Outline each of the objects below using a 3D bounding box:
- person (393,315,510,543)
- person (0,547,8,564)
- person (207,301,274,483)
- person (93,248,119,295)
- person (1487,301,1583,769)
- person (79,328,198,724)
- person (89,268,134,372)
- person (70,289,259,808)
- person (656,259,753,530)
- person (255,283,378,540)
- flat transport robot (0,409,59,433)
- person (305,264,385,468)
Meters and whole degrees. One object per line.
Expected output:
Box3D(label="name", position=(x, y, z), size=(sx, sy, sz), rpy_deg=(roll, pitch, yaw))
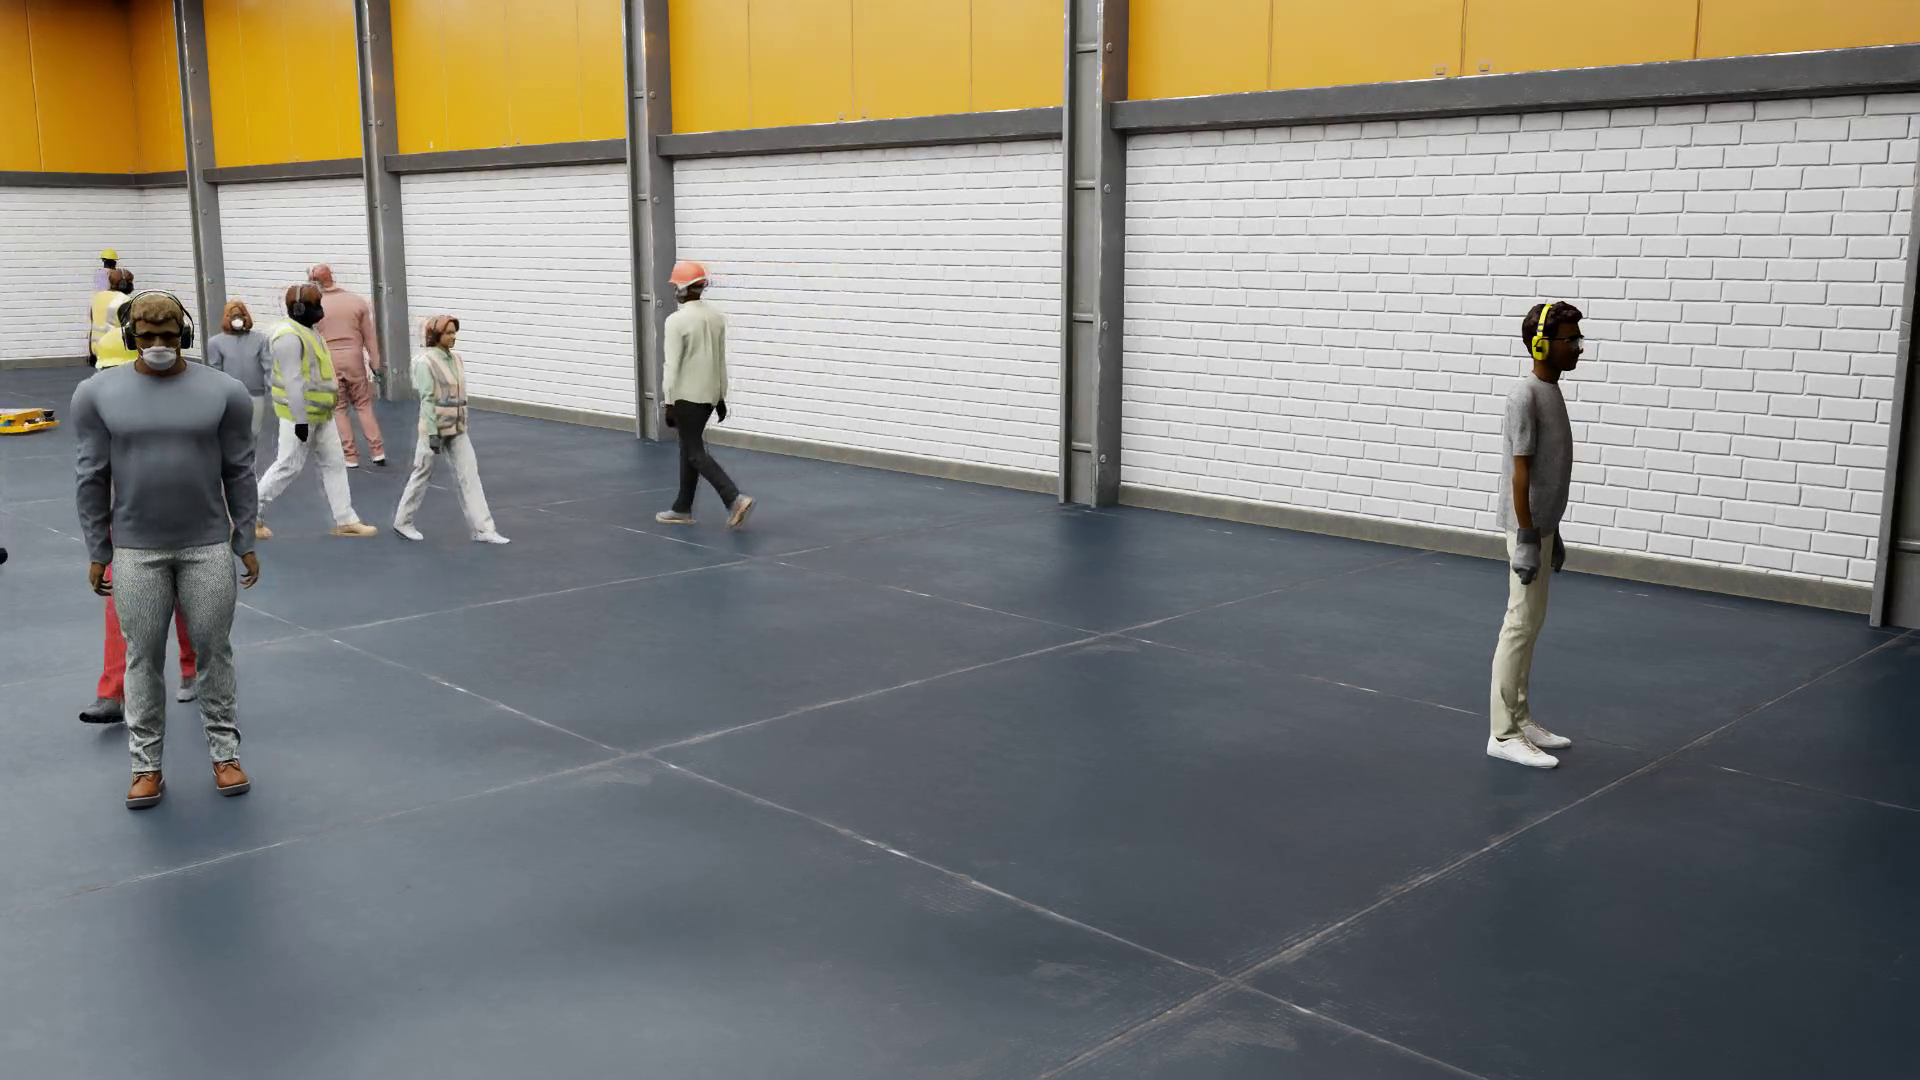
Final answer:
Box3D(label="person", position=(-3.606, -0.760, 11.532), size=(0.879, 1.602, 0.522), rpy_deg=(4, 11, 19))
Box3D(label="person", position=(-6.558, -0.719, 10.515), size=(0.997, 1.880, 0.551), rpy_deg=(5, 11, 25))
Box3D(label="person", position=(-6.053, -1.224, 14.055), size=(0.502, 1.592, 0.839), rpy_deg=(-7, 13, -35))
Box3D(label="person", position=(-13.711, -3.737, 26.870), size=(0.581, 1.918, 0.405), rpy_deg=(6, 12, 29))
Box3D(label="person", position=(2.355, -0.024, 6.756), size=(0.328, 1.868, 0.511), rpy_deg=(6, 12, 29))
Box3D(label="person", position=(-3.601, -0.059, 7.321), size=(0.543, 1.720, 0.891), rpy_deg=(-1, 10, -4))
Box3D(label="person", position=(-9.010, -2.003, 17.810), size=(0.635, 1.776, 0.948), rpy_deg=(7, 13, 35))
Box3D(label="person", position=(-2.963, 0.030, 6.272), size=(0.628, 1.935, 0.373), rpy_deg=(-5, 12, -26))
Box3D(label="person", position=(-1.873, -1.045, 12.058), size=(0.895, 1.968, 0.622), rpy_deg=(6, 12, 29))
Box3D(label="person", position=(-4.656, -0.890, 11.651), size=(0.909, 1.814, 0.640), rpy_deg=(0, 10, -3))
Box3D(label="flat transport robot", position=(-10.668, -1.296, 18.040), size=(1.431, 0.197, 0.652), rpy_deg=(0, 10, -2))
Box3D(label="person", position=(-5.715, -1.588, 15.278), size=(0.713, 1.869, 0.416), rpy_deg=(-6, 12, -31))
